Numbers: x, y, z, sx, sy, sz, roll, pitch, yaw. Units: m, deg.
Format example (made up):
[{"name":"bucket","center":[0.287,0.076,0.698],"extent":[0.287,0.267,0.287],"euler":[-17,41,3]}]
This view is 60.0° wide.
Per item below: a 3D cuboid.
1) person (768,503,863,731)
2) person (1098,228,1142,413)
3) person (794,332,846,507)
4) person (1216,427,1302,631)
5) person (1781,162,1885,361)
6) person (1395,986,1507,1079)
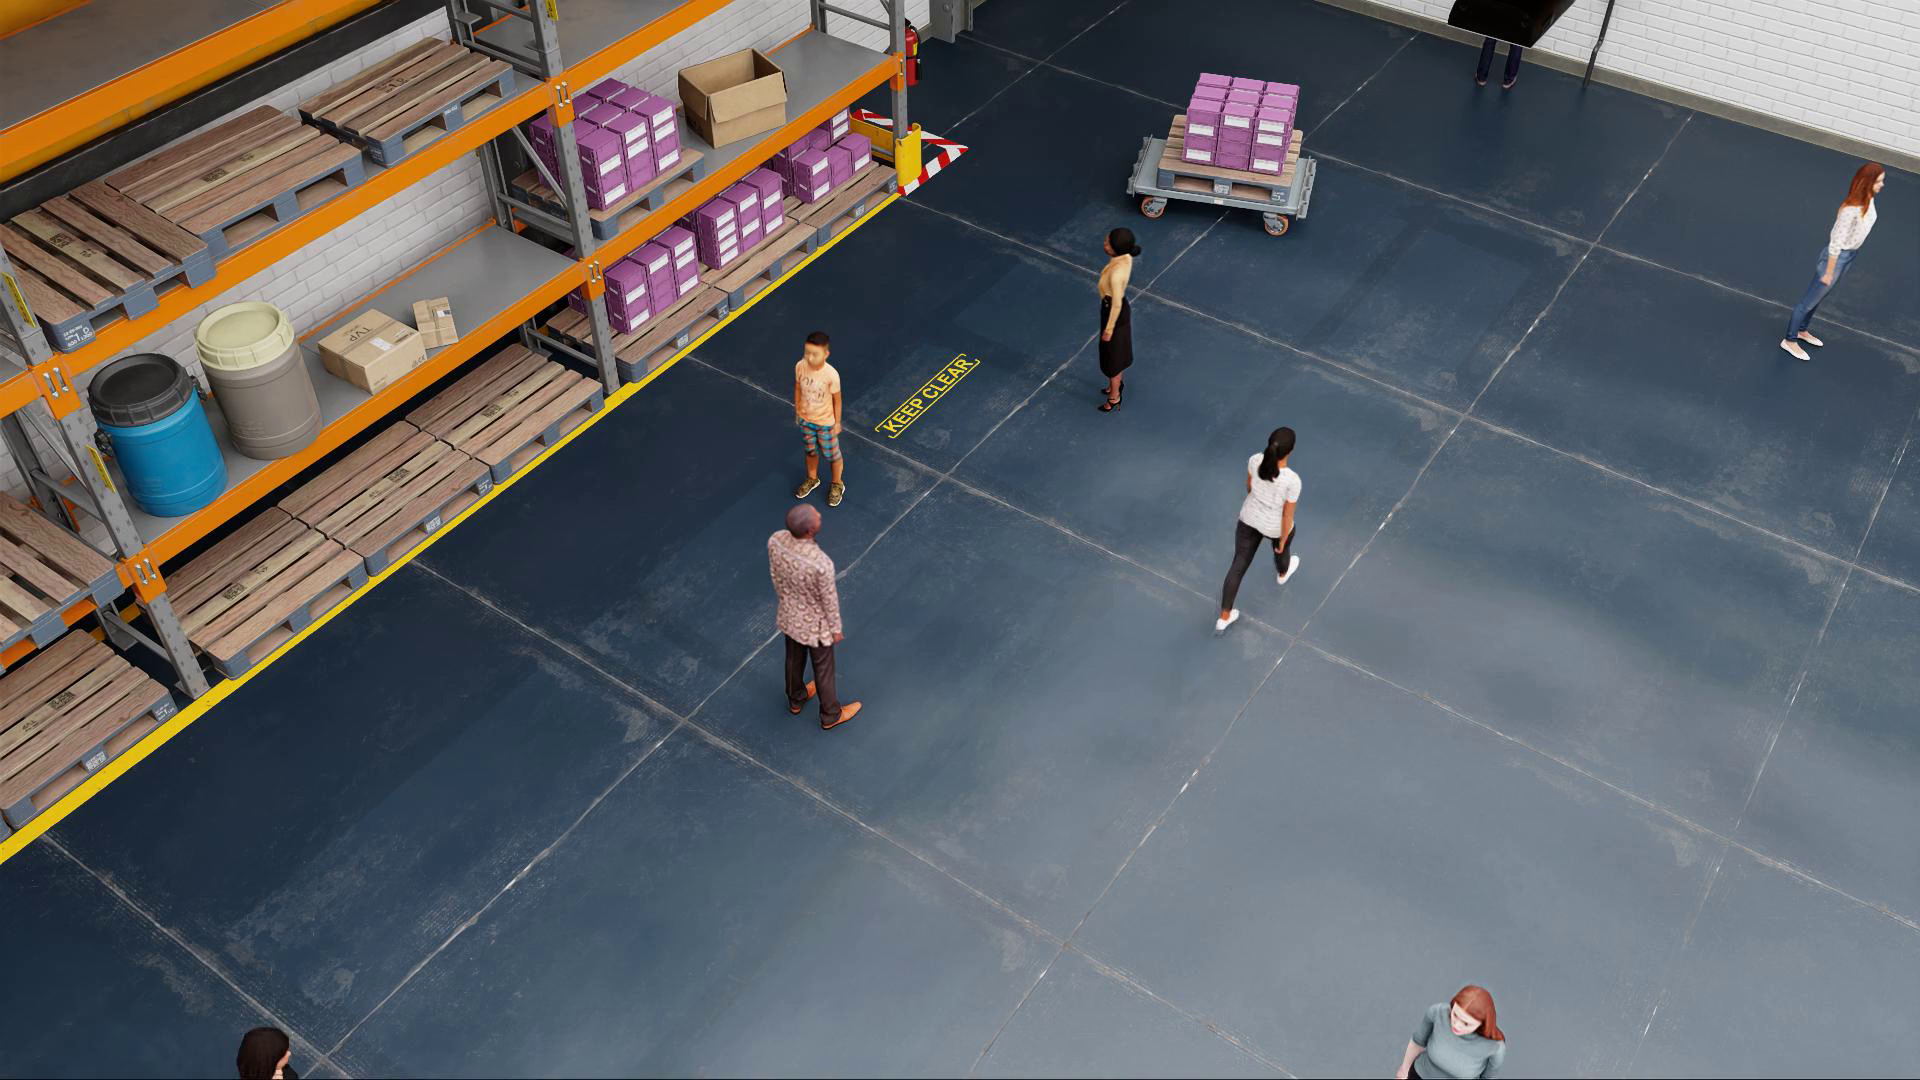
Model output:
[{"name":"person","center":[-0.964,0.482,10.513],"extent":[0.677,1.807,0.595],"euler":[29,51,27]},{"name":"person","center":[1.200,-1.711,12.926],"extent":[0.715,1.654,0.597],"euler":[9,44,10]},{"name":"person","center":[-1.037,-0.908,12.222],"extent":[0.565,1.462,0.564],"euler":[15,46,15]},{"name":"person","center":[2.005,-0.055,11.230],"extent":[0.595,1.595,1.139],"euler":[28,50,27]},{"name":"person","center":[7.089,-2.284,13.474],"extent":[0.508,1.728,0.675],"euler":[-32,52,-29]},{"name":"person","center":[2.388,2.705,8.227],"extent":[0.593,1.742,0.534],"euler":[29,51,27]}]
